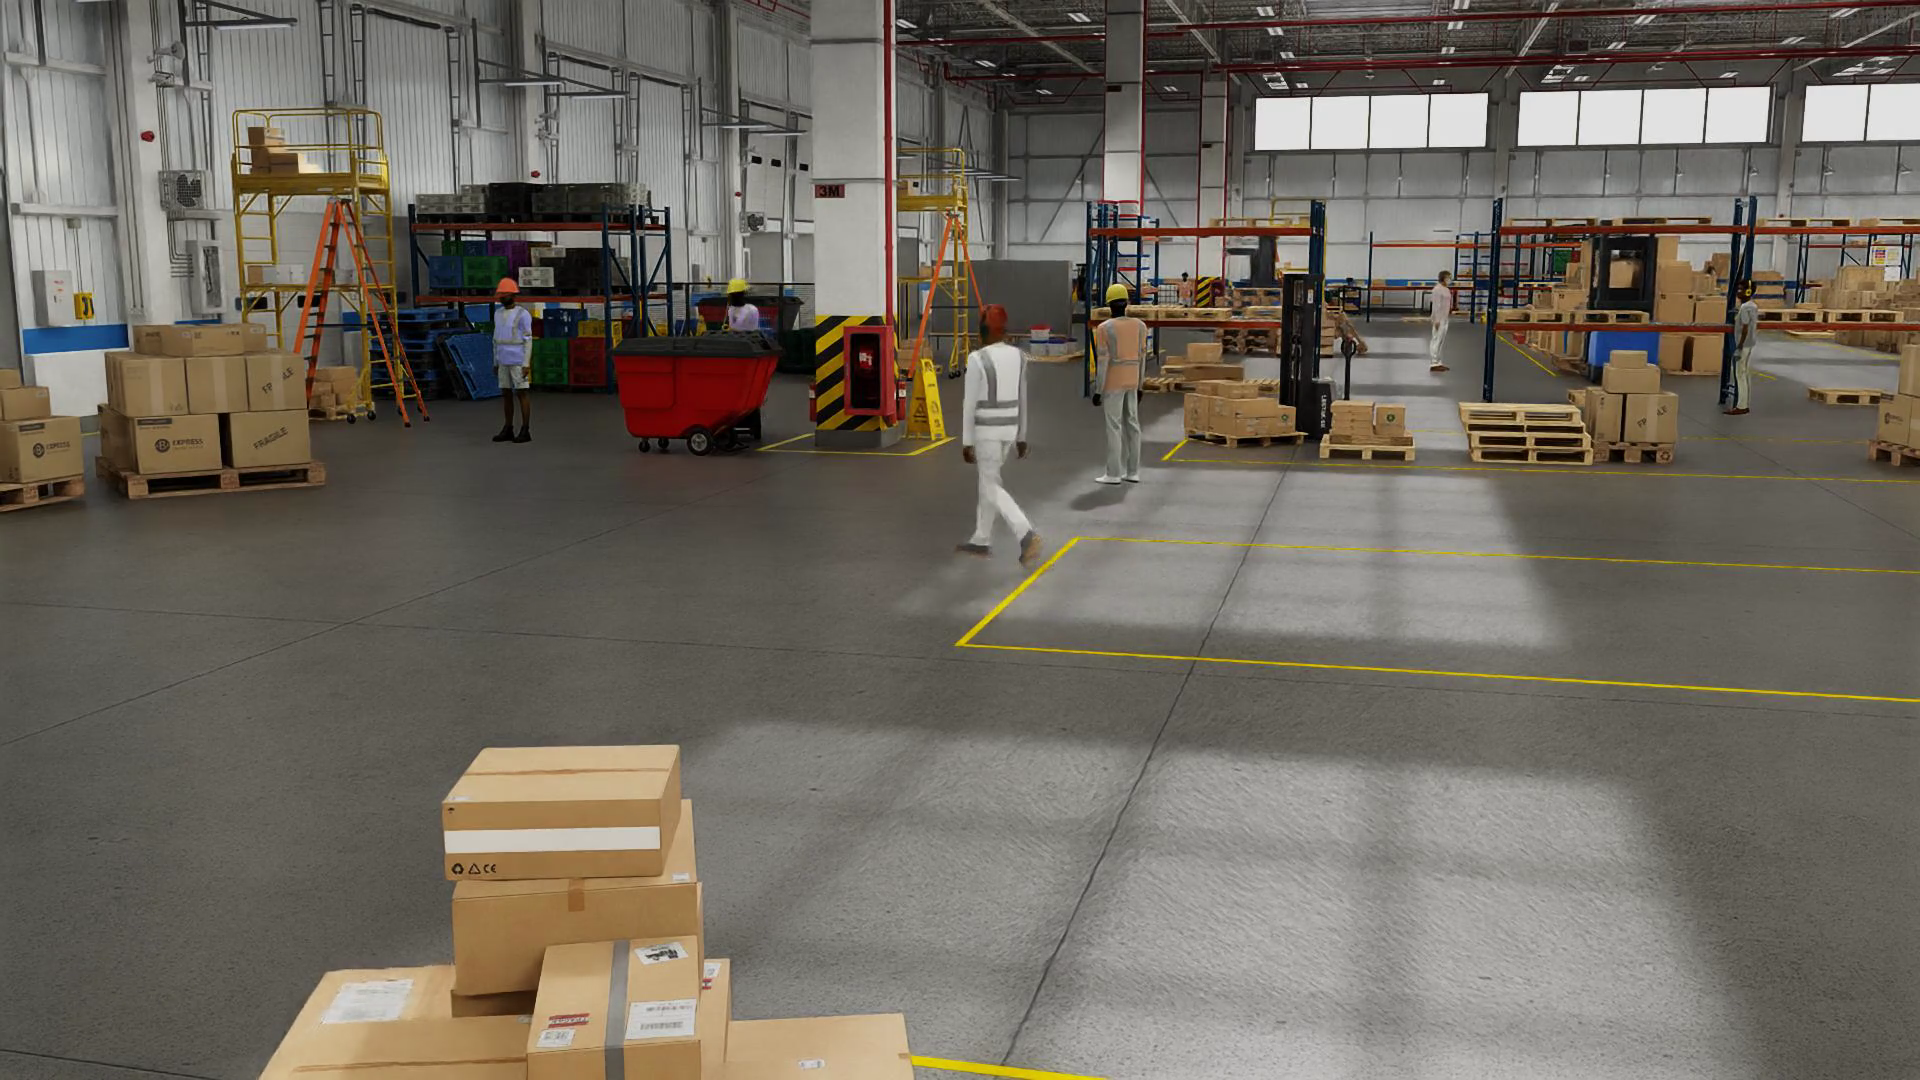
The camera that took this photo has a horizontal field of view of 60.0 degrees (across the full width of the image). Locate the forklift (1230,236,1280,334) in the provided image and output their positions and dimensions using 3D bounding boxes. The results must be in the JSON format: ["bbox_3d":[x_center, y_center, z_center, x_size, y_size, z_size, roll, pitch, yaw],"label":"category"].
[{"bbox_3d":[8.545,-7.098,46.196,1.873,2.768,1.129,4,10,22],"label":"forklift"}]

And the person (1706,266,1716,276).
[{"bbox_3d":[22.833,-7.401,50.805,0.363,1.929,0.628,5,11,28],"label":"person"}]

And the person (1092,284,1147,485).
[{"bbox_3d":[1.525,-1.489,16.003,0.584,1.918,0.381,-6,11,-32],"label":"person"}]

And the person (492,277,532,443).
[{"bbox_3d":[-5.291,-2.112,19.599,0.545,1.943,0.347,5,11,27],"label":"person"}]

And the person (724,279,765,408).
[{"bbox_3d":[-2.816,-2.492,21.955,0.589,1.905,0.588,8,13,40],"label":"person"}]

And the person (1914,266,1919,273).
[{"bbox_3d":[28.496,-7.185,49.563,0.571,1.904,0.802,0,10,-1],"label":"person"}]

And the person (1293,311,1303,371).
[{"bbox_3d":[6.628,-4.102,31.930,0.321,1.736,0.488,6,11,30],"label":"person"}]

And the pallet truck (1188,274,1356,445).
[{"bbox_3d":[3.653,-2.138,19.590,1.885,1.965,0.823,-4,10,-20],"label":"pallet truck"}]

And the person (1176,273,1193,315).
[{"bbox_3d":[7.612,-8.214,56.346,0.552,1.647,0.843,1,10,6],"label":"person"}]

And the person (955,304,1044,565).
[{"bbox_3d":[0.289,-0.749,11.842,0.860,1.858,0.584,9,13,44],"label":"person"}]

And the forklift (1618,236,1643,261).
[{"bbox_3d":[20.539,-7.913,50.997,1.129,2.768,1.873,-5,11,-29],"label":"forklift"}]

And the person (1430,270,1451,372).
[{"bbox_3d":[9.224,-4.197,31.882,0.372,1.940,0.627,6,11,32],"label":"person"}]

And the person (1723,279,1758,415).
[{"bbox_3d":[10.826,-2.660,23.023,0.316,1.874,0.532,7,12,37],"label":"person"}]

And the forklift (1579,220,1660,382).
[{"bbox_3d":[11.641,-4.206,29.171,1.129,2.768,1.873,2,10,14],"label":"forklift"}]

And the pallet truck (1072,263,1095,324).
[{"bbox_3d":[4.325,-8.180,55.162,0.823,1.965,1.885,6,11,31],"label":"pallet truck"}]
